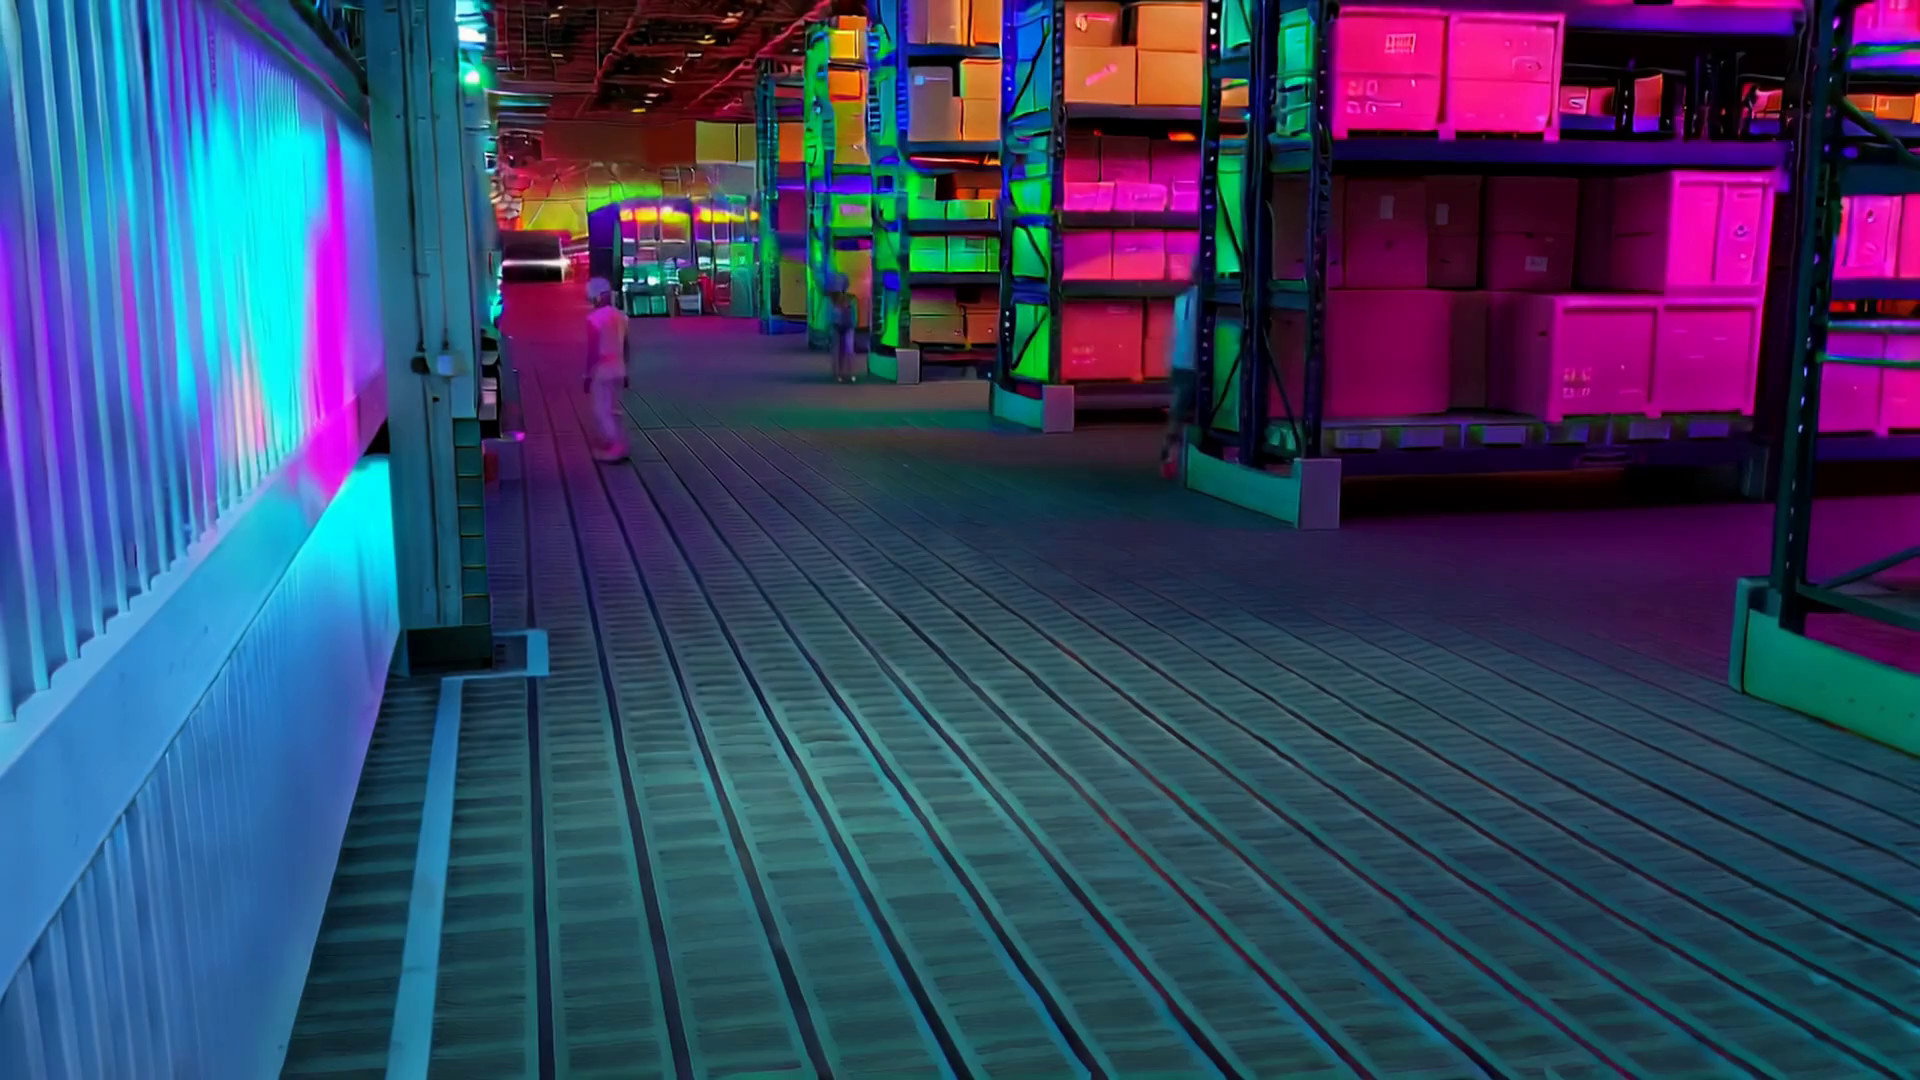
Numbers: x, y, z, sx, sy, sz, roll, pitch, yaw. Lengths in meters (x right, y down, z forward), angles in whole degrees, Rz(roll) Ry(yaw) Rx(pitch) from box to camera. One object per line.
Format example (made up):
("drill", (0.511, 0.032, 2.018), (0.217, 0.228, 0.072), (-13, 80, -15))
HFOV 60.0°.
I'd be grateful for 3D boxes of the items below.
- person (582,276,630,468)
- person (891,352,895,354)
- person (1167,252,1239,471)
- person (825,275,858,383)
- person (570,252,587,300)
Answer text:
("person", (-3.276, -1.543, 15.305), (0.345, 1.746, 0.573), (6, 12, 31))
("person", (-1.006, -4.240, 30.005), (0.721, 1.963, 0.623), (3, 10, 17))
("person", (2.224, -1.610, 15.064), (0.825, 1.962, 0.652), (-6, 12, -30))
("person", (-1.736, -3.098, 24.545), (0.520, 1.600, 0.841), (-2, 10, -13))
("person", (-14.375, -9.958, 62.736), (0.586, 1.823, 0.572), (-5, 11, -28))
